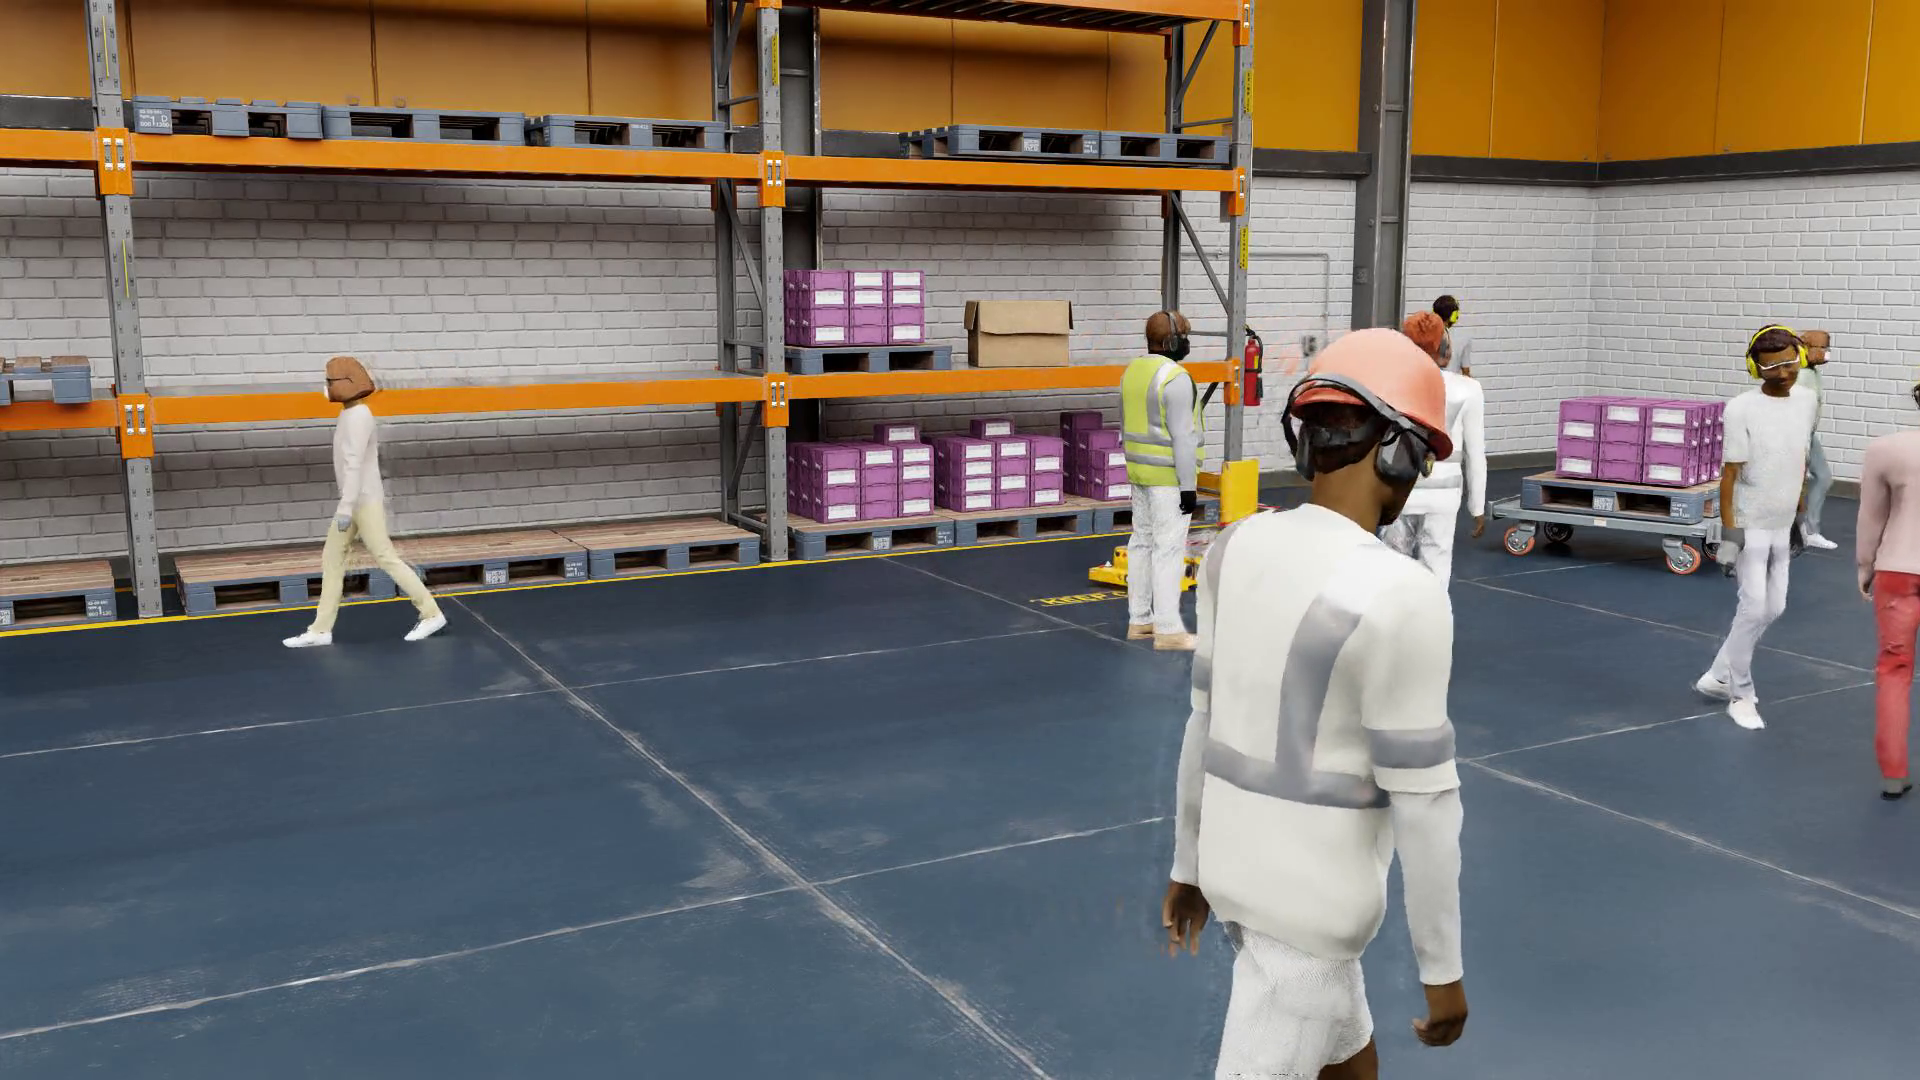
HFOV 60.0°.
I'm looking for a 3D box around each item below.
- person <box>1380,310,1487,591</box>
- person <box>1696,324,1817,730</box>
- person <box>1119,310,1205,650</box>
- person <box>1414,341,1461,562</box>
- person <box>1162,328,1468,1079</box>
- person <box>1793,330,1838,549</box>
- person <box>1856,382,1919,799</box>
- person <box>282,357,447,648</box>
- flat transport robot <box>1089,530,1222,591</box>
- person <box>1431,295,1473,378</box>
[{"bbox_3d":[2.226,-0.171,8.043,0.601,1.868,0.416,4,10,24],"label":"person"},{"bbox_3d":[3.579,-0.066,7.542,0.594,1.827,0.617,-4,10,-23],"label":"person"},{"bbox_3d":[1.118,-0.328,9.081,0.429,1.842,0.633,-4,10,-23],"label":"person"},{"bbox_3d":[3.267,-0.630,11.684,0.523,1.579,0.901,-1,9,-7],"label":"person"},{"bbox_3d":[0.612,0.617,2.956,1.050,1.965,0.621,-3,10,-17],"label":"person"},{"bbox_3d":[6.219,-0.716,12.112,0.584,1.612,0.533,9,13,42],"label":"person"},{"bbox_3d":[3.826,0.131,6.537,0.547,1.747,0.591,8,12,41],"label":"person"},{"bbox_3d":[-3.258,-0.208,9.098,0.841,1.592,0.515,-5,10,-26],"label":"person"},{"bbox_3d":[1.570,0.125,11.097,0.652,0.197,1.431,9,13,44],"label":"flat transport robot"},{"bbox_3d":[3.917,-1.085,13.679,0.591,1.850,0.570,4,10,22],"label":"person"}]
